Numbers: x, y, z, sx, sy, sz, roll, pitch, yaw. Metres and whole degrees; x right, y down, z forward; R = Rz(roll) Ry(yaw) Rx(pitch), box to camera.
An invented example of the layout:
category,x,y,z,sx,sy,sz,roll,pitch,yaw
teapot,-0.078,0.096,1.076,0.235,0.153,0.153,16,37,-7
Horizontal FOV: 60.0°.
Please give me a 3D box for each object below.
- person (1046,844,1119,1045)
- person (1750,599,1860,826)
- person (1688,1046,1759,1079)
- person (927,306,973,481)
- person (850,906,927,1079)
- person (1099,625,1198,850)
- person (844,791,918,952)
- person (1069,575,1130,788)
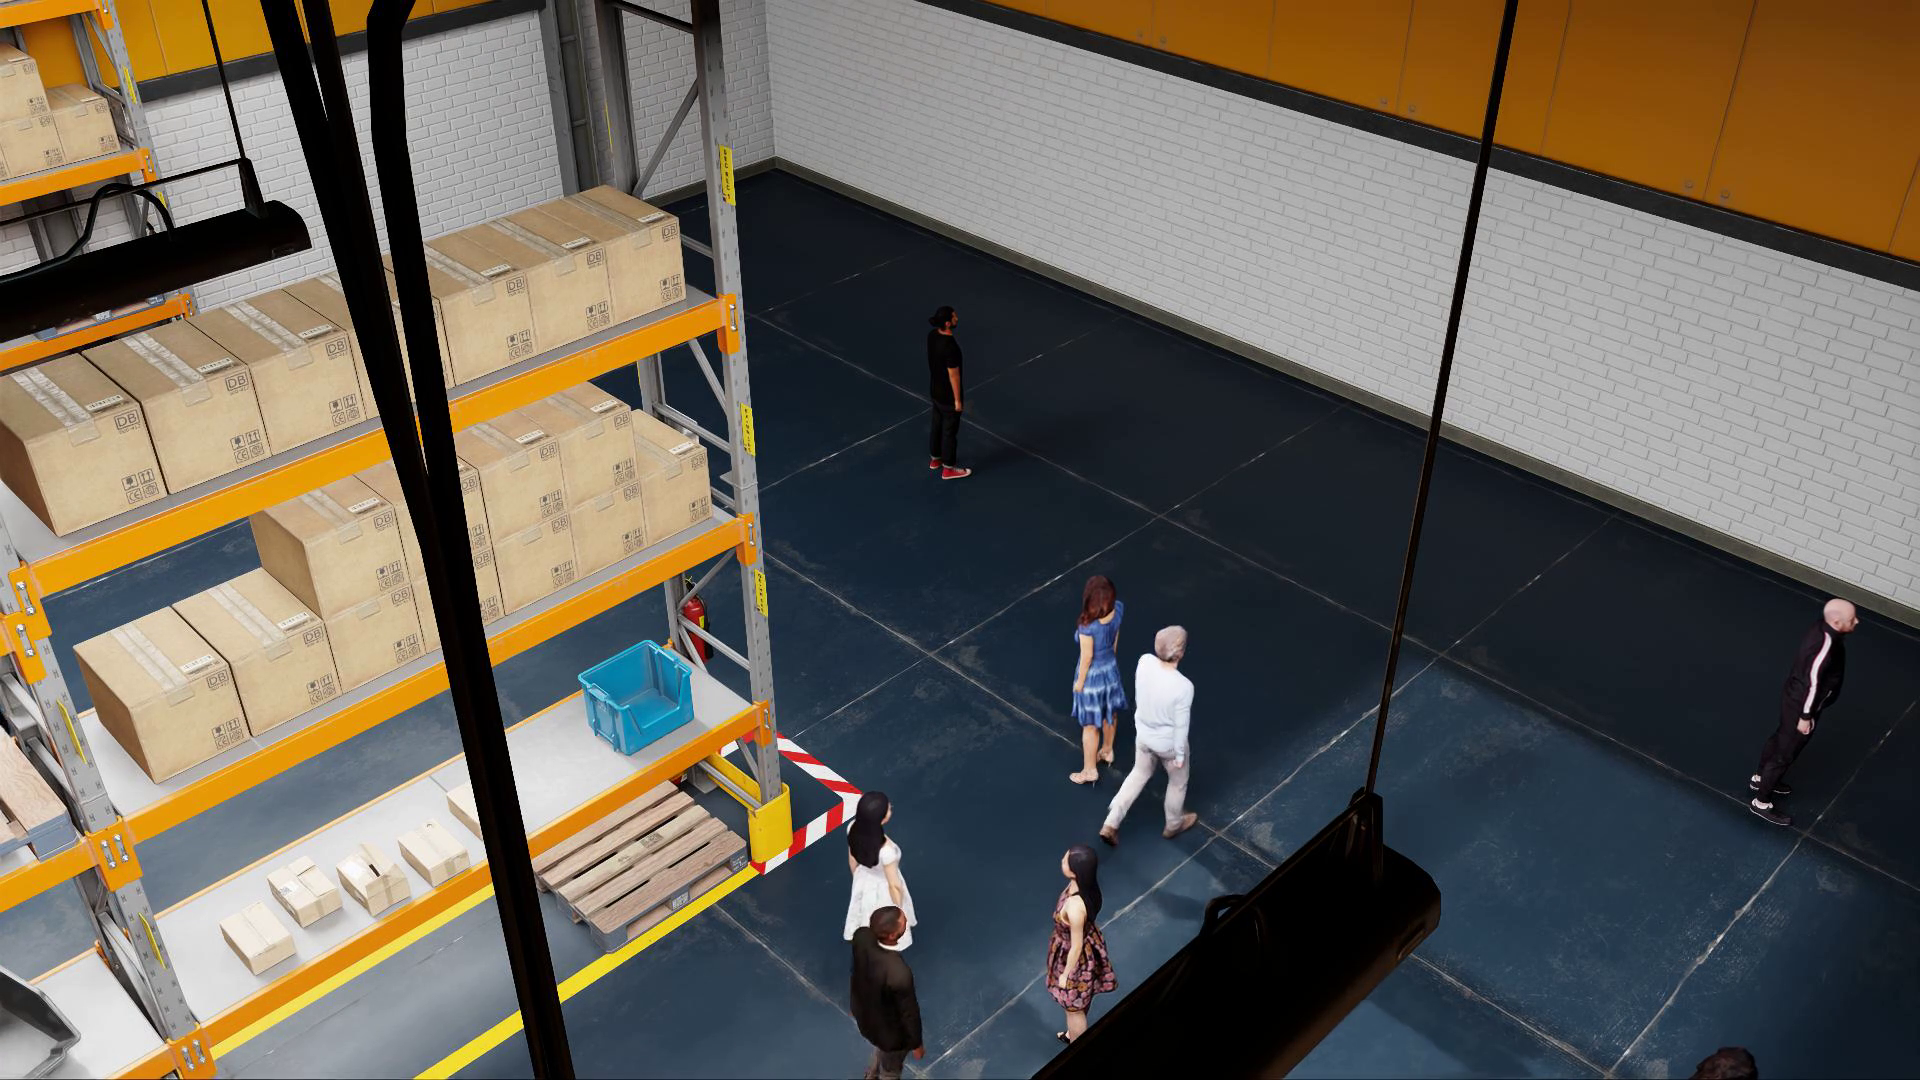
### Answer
category,x,y,z,sx,sy,sz,roll,pitch,yaw
person,0.680,2.473,9.884,0.856,1.774,0.776,7,34,11
person,5.971,1.164,11.799,0.818,1.835,0.649,14,36,20
person,3.923,3.279,8.805,0.652,1.626,0.633,-15,36,-21
person,-0.137,-1.407,15.735,0.657,1.759,0.683,-18,38,-25
person,-0.496,2.767,9.425,0.705,1.792,0.735,-23,40,-30
person,1.313,1.403,11.413,1.077,1.864,0.646,-27,42,-34
person,-0.510,2.239,10.235,0.631,1.774,0.645,-27,42,-35
person,0.986,1.014,12.050,0.755,1.805,0.555,23,40,31
